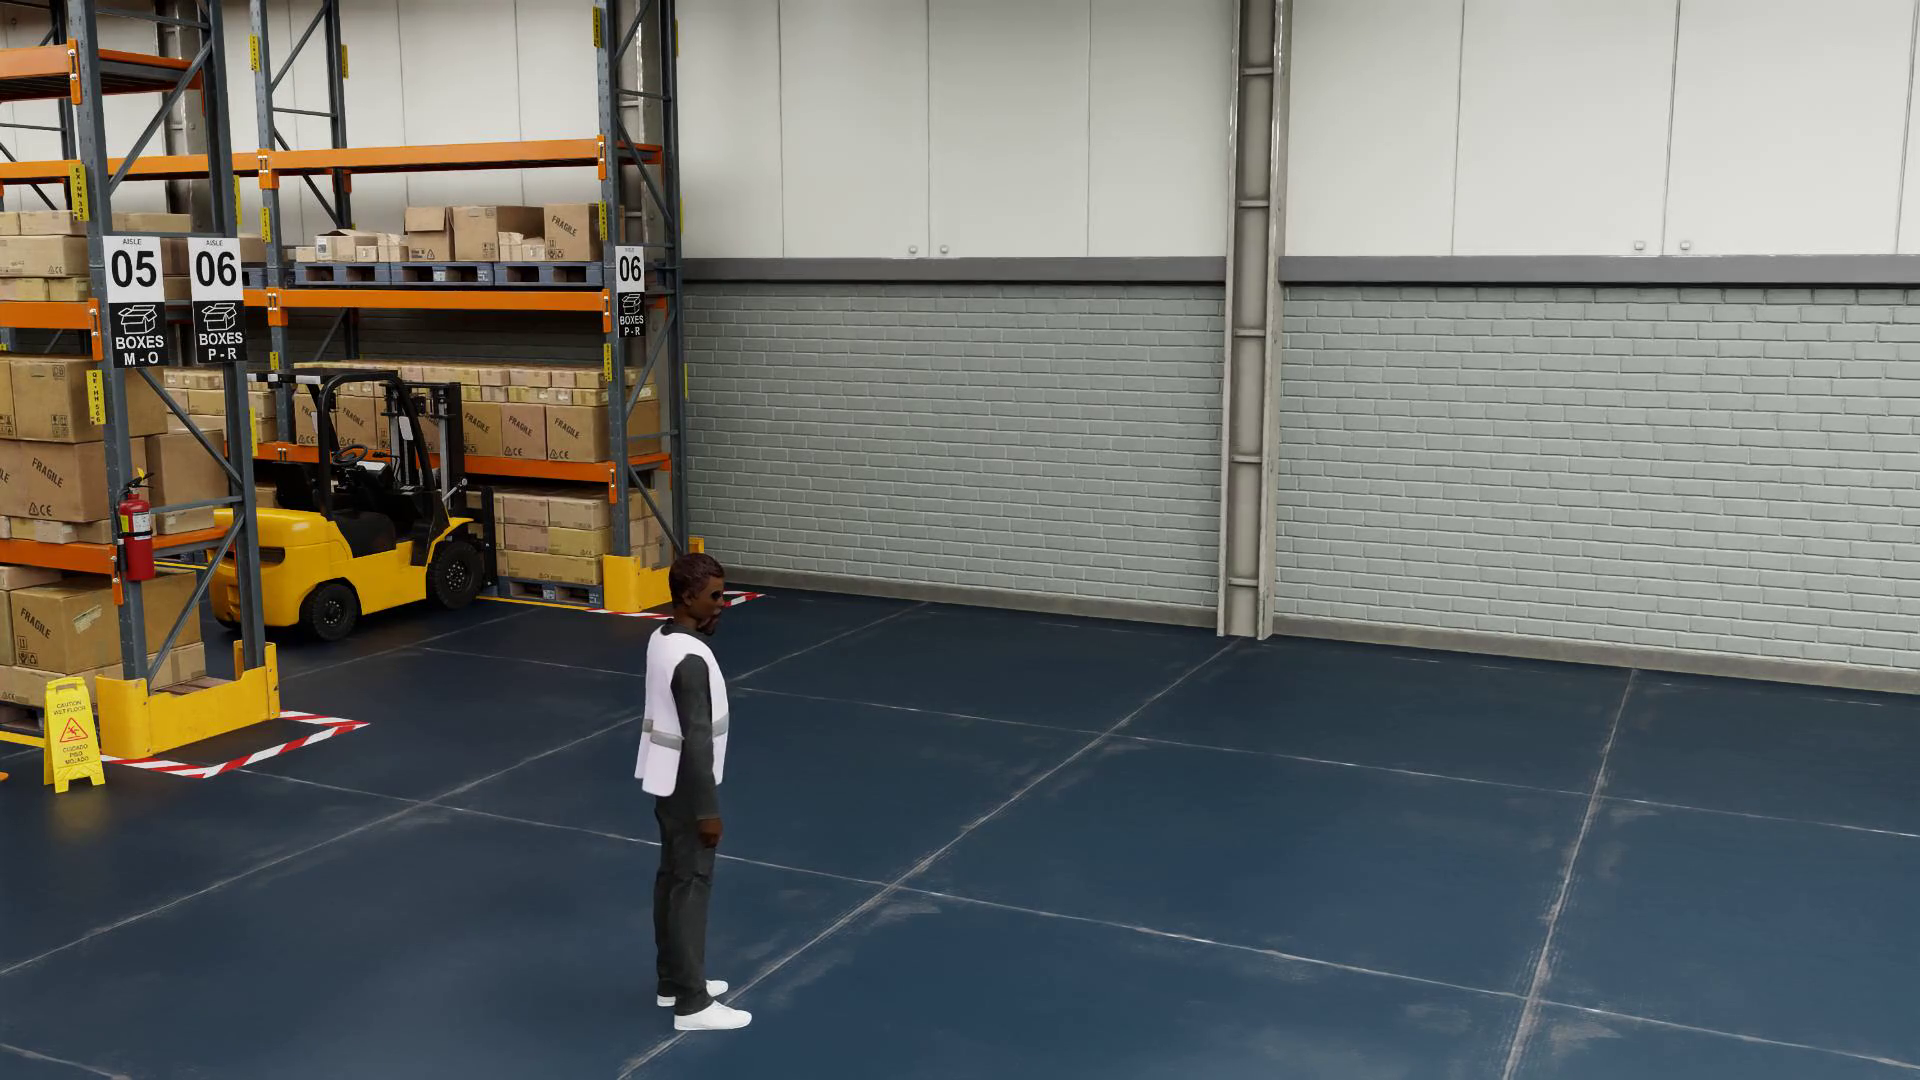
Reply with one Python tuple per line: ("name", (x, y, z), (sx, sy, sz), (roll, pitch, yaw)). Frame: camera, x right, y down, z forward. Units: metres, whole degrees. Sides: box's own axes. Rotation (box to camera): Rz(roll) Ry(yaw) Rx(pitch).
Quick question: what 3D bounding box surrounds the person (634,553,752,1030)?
("person", (-1.096, 1.001, 6.678), (0.391, 1.914, 0.587), (-4, 10, -21))
